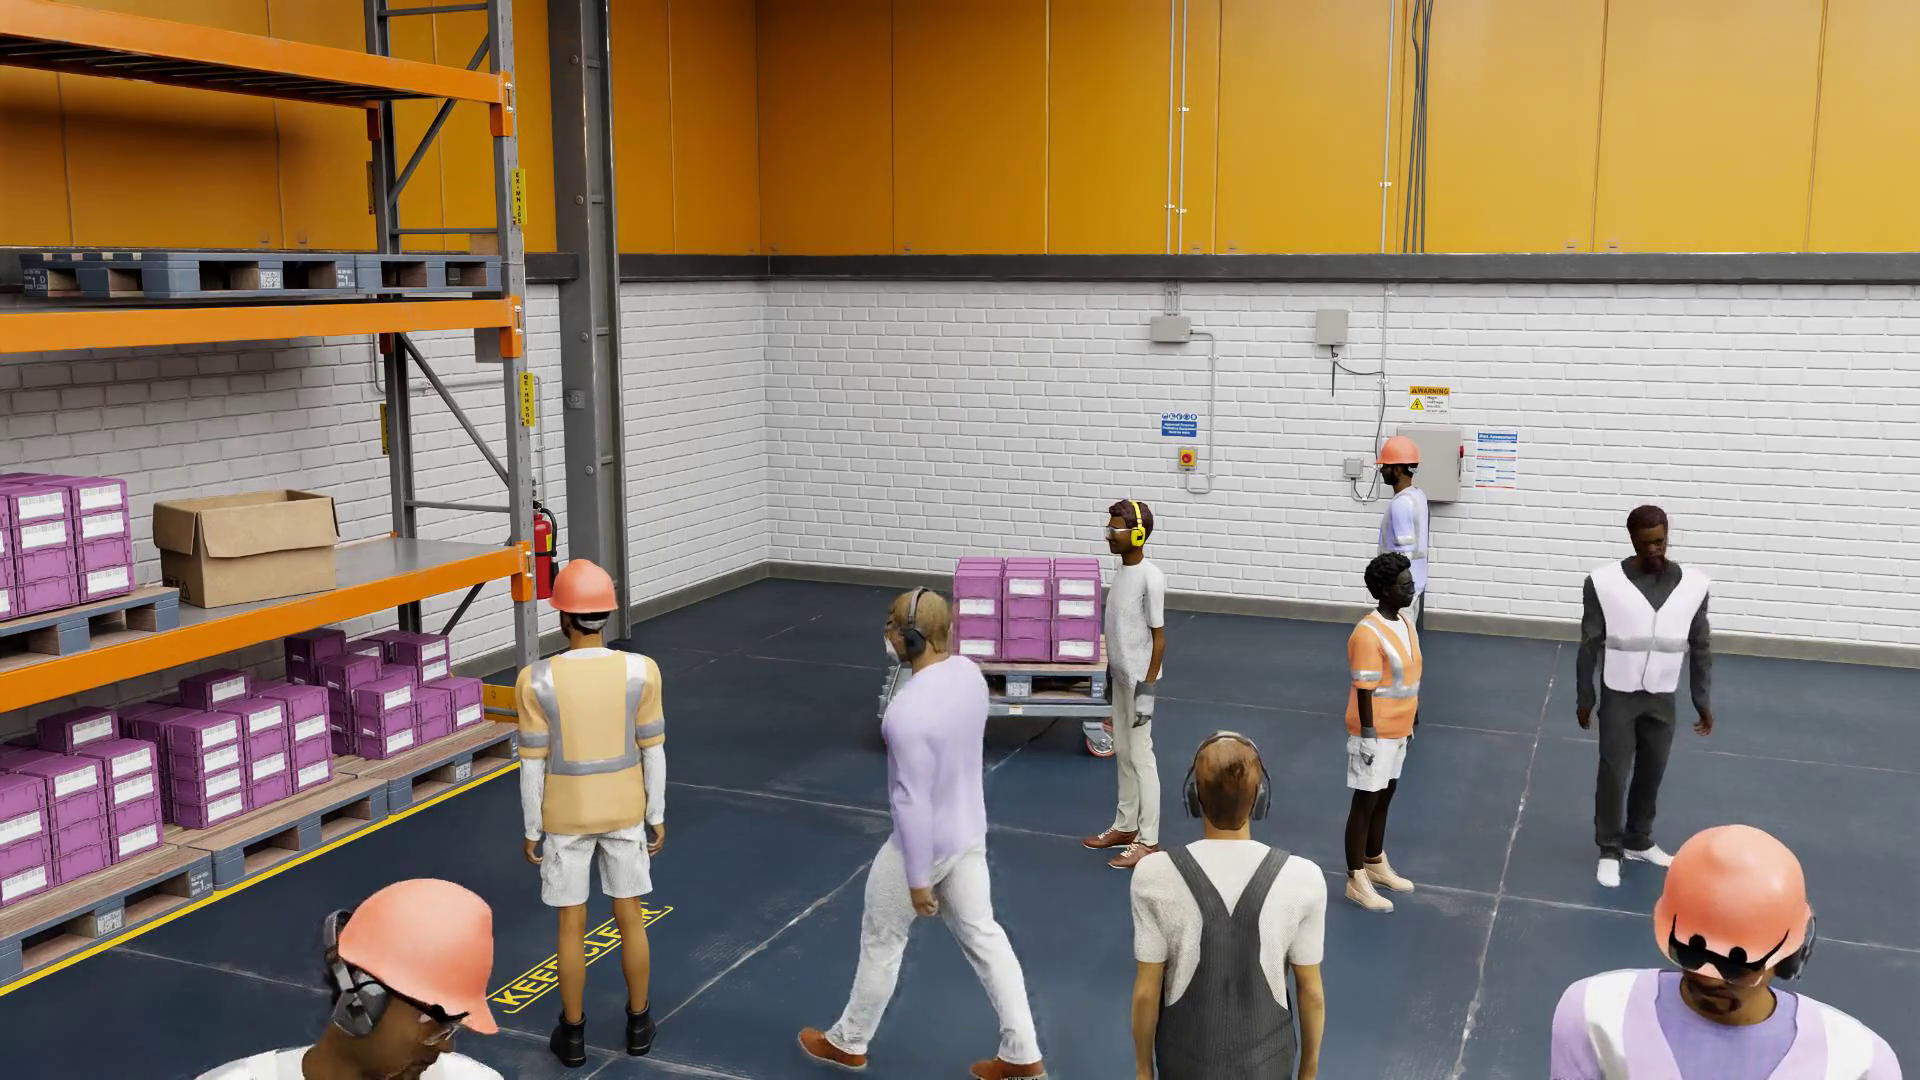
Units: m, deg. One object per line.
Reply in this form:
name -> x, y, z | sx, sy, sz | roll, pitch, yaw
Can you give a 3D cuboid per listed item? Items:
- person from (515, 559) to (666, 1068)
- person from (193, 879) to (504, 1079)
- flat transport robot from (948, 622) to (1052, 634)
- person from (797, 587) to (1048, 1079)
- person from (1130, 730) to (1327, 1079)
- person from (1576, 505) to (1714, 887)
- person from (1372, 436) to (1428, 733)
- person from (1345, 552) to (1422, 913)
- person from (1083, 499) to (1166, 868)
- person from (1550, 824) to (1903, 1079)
person -> -1.395, 1.033, 6.329 | 0.552, 1.939, 0.355 | -3, 10, -19
person -> -1.097, 1.572, 2.960 | 0.716, 1.987, 0.405 | -4, 10, -25
flat transport robot -> 0.382, 0.787, 12.866 | 1.431, 0.197, 0.652 | -1, 9, -8
person -> -0.120, 1.098, 6.116 | 0.984, 1.897, 0.642 | 6, 11, 31
person -> 0.697, 1.399, 4.397 | 0.508, 1.847, 0.345 | 1, 9, 5
person -> 3.356, 0.751, 8.233 | 0.645, 1.898, 0.515 | 0, 9, -2
person -> 2.838, 0.293, 10.823 | 0.375, 1.935, 0.551 | 4, 10, 24
person -> 2.010, 0.894, 7.898 | 0.318, 1.700, 0.536 | 7, 11, 35
person -> 0.855, 0.721, 8.427 | 0.327, 1.874, 0.521 | -3, 10, -17
person -> 1.407, 1.509, 3.166 | 0.608, 2.033, 0.404 | 4, 10, 23
